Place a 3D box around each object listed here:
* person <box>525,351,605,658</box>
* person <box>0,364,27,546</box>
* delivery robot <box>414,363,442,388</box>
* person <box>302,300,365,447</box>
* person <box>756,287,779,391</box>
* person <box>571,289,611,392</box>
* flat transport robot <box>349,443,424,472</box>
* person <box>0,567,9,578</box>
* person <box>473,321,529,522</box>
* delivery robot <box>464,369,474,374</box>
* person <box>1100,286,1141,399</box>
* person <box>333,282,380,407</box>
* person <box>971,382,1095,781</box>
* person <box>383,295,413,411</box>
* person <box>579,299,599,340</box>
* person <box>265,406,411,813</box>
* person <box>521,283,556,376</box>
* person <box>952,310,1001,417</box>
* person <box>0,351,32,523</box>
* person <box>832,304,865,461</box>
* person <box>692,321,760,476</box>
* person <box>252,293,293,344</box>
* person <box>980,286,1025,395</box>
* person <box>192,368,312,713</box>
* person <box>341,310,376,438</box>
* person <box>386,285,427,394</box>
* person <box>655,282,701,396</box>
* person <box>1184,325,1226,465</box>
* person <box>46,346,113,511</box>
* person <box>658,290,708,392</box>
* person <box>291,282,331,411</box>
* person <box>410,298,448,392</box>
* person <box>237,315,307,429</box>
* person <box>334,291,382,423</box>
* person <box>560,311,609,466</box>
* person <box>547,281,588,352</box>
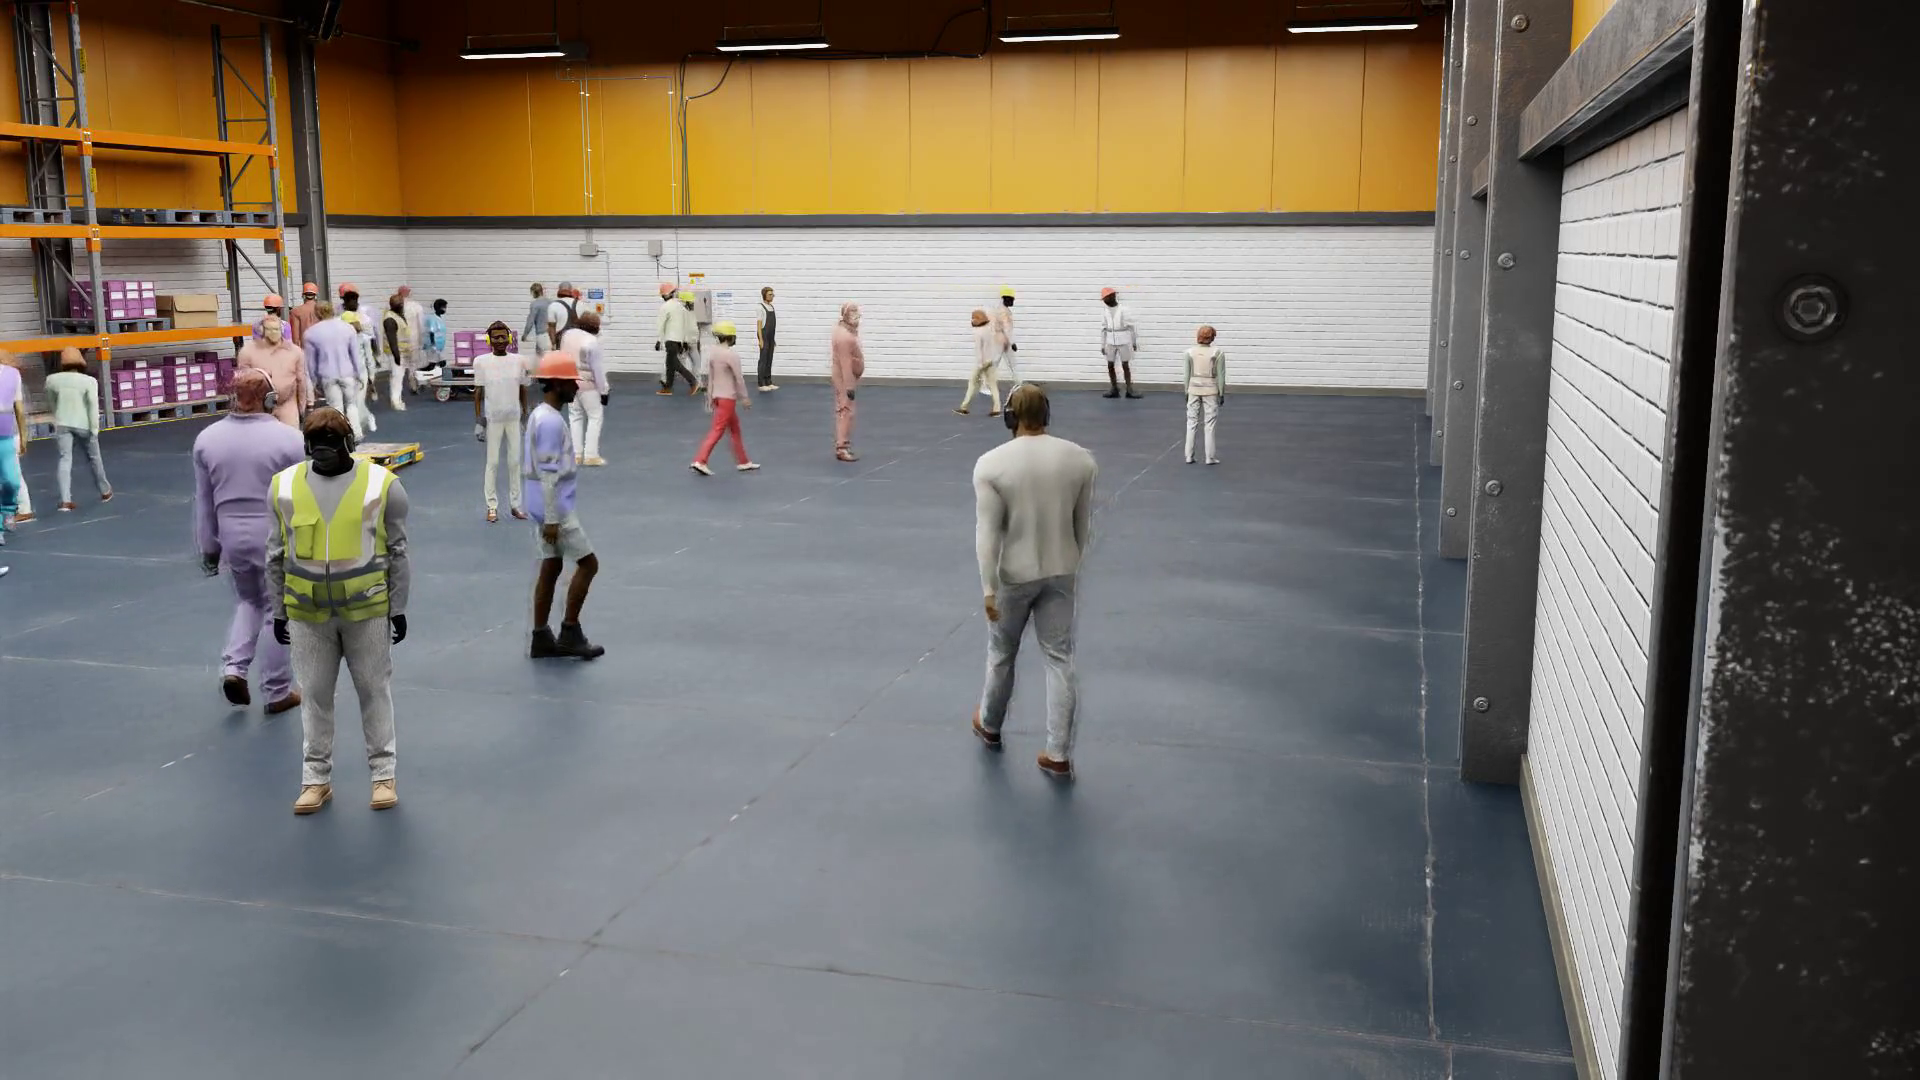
[{"bbox_3d":[-2.425,-0.202,10.258,0.609,1.913,0.563,-3,11,-18],"label":"person"},{"bbox_3d":[-8.342,-0.874,14.291,0.571,1.827,0.537,-7,12,-36],"label":"person"},{"bbox_3d":[-9.073,-2.842,28.785,0.707,0.478,0.477,-3,10,-16],"label":"delivery robot"},{"bbox_3d":[-7.629,-1.968,20.295,0.677,1.902,0.444,-4,11,-24],"label":"person"},{"bbox_3d":[-3.414,-3.554,29.434,0.329,1.842,0.516,4,11,22],"label":"person"},{"bbox_3d":[-6.458,-3.375,28.451,0.989,1.846,0.587,2,10,14],"label":"person"},{"bbox_3d":[-6.713,-0.952,19.151,0.652,0.197,1.431,0,10,-2],"label":"flat transport robot"},{"bbox_3d":[-7.370,-0.351,11.998,0.542,1.594,0.856,9,14,42],"label":"person"},{"bbox_3d":[-4.252,-1.105,15.489,0.533,1.870,0.315,-6,12,-31],"label":"person"},{"bbox_3d":[-8.370,-2.882,29.012,0.707,0.478,0.477,-7,12,-33],"label":"delivery robot"},{"bbox_3d":[2.699,-3.291,27.860,0.733,1.891,0.395,5,11,28],"label":"person"},{"bbox_3d":[-9.513,-3.077,26.289,0.682,1.998,0.770,-1,10,-6],"label":"person"},{"bbox_3d":[0.332,0.170,8.208,0.638,1.892,0.967,-3,10,-16],"label":"person"},{"bbox_3d":[-8.760,-2.922,25.992,0.436,1.804,0.776,-1,10,-6],"label":"person"},{"bbox_3d":[-6.605,-3.417,29.019,0.579,1.725,0.387,-6,12,-32],"label":"person"},{"bbox_3d":[-2.807,0.316,7.528,0.626,1.844,0.429,-2,10,-10],"label":"person"},{"bbox_3d":[-7.714,-3.764,30.521,0.980,1.878,0.634,2,10,11],"label":"person"},{"bbox_3d":[0.270,-2.653,25.036,0.831,1.595,0.507,6,12,32],"label":"person"},{"bbox_3d":[-8.809,-0.950,15.288,0.417,1.615,0.519,-7,12,-36],"label":"person"},{"bbox_3d":[-1.334,-1.897,19.997,0.395,1.872,0.745,-1,10,-3],"label":"person"},{"bbox_3d":[-2.668,-1.596,18.688,0.925,1.723,0.520,-7,12,-36],"label":"person"},{"bbox_3d":[-8.994,-2.271,21.901,0.552,1.935,0.374,2,10,9],"label":"person"},{"bbox_3d":[0.804,-3.396,28.463,1.009,1.871,0.587,3,10,15],"label":"person"},{"bbox_3d":[-3.800,0.009,9.106,0.657,1.894,0.418,1,10,8],"label":"person"},{"bbox_3d":[-8.076,-2.231,22.318,0.517,1.709,0.710,2,10,11],"label":"person"},{"bbox_3d":[-9.535,-3.448,28.690,0.658,1.892,0.446,0,10,1],"label":"person"},{"bbox_3d":[-4.834,-3.425,28.411,0.878,1.959,0.623,4,11,23],"label":"person"},{"bbox_3d":[2.861,-1.695,19.506,0.515,1.634,0.311,5,11,27],"label":"person"},{"bbox_3d":[-8.666,-1.106,16.319,0.488,1.580,0.858,-2,10,-10],"label":"person"},{"bbox_3d":[-4.850,-3.462,29.065,0.876,1.799,0.591,2,10,12],"label":"person"},{"bbox_3d":[-10.050,-3.003,25.880,0.609,1.996,0.383,-4,11,-24],"label":"person"},{"bbox_3d":[-9.113,-3.329,28.659,0.691,1.659,0.581,1,10,7],"label":"person"},{"bbox_3d":[-6.957,-1.339,16.867,0.664,1.857,0.994,-5,11,-24],"label":"person"},{"bbox_3d":[-8.843,-2.681,24.320,1.040,1.917,0.608,9,14,42],"label":"person"},{"bbox_3d":[-4.375,-1.754,19.382,0.669,1.815,0.434,6,12,31],"label":"person"},{"bbox_3d":[-6.558,-3.362,27.789,0.698,2.000,0.931,-7,12,-34],"label":"person"}]
